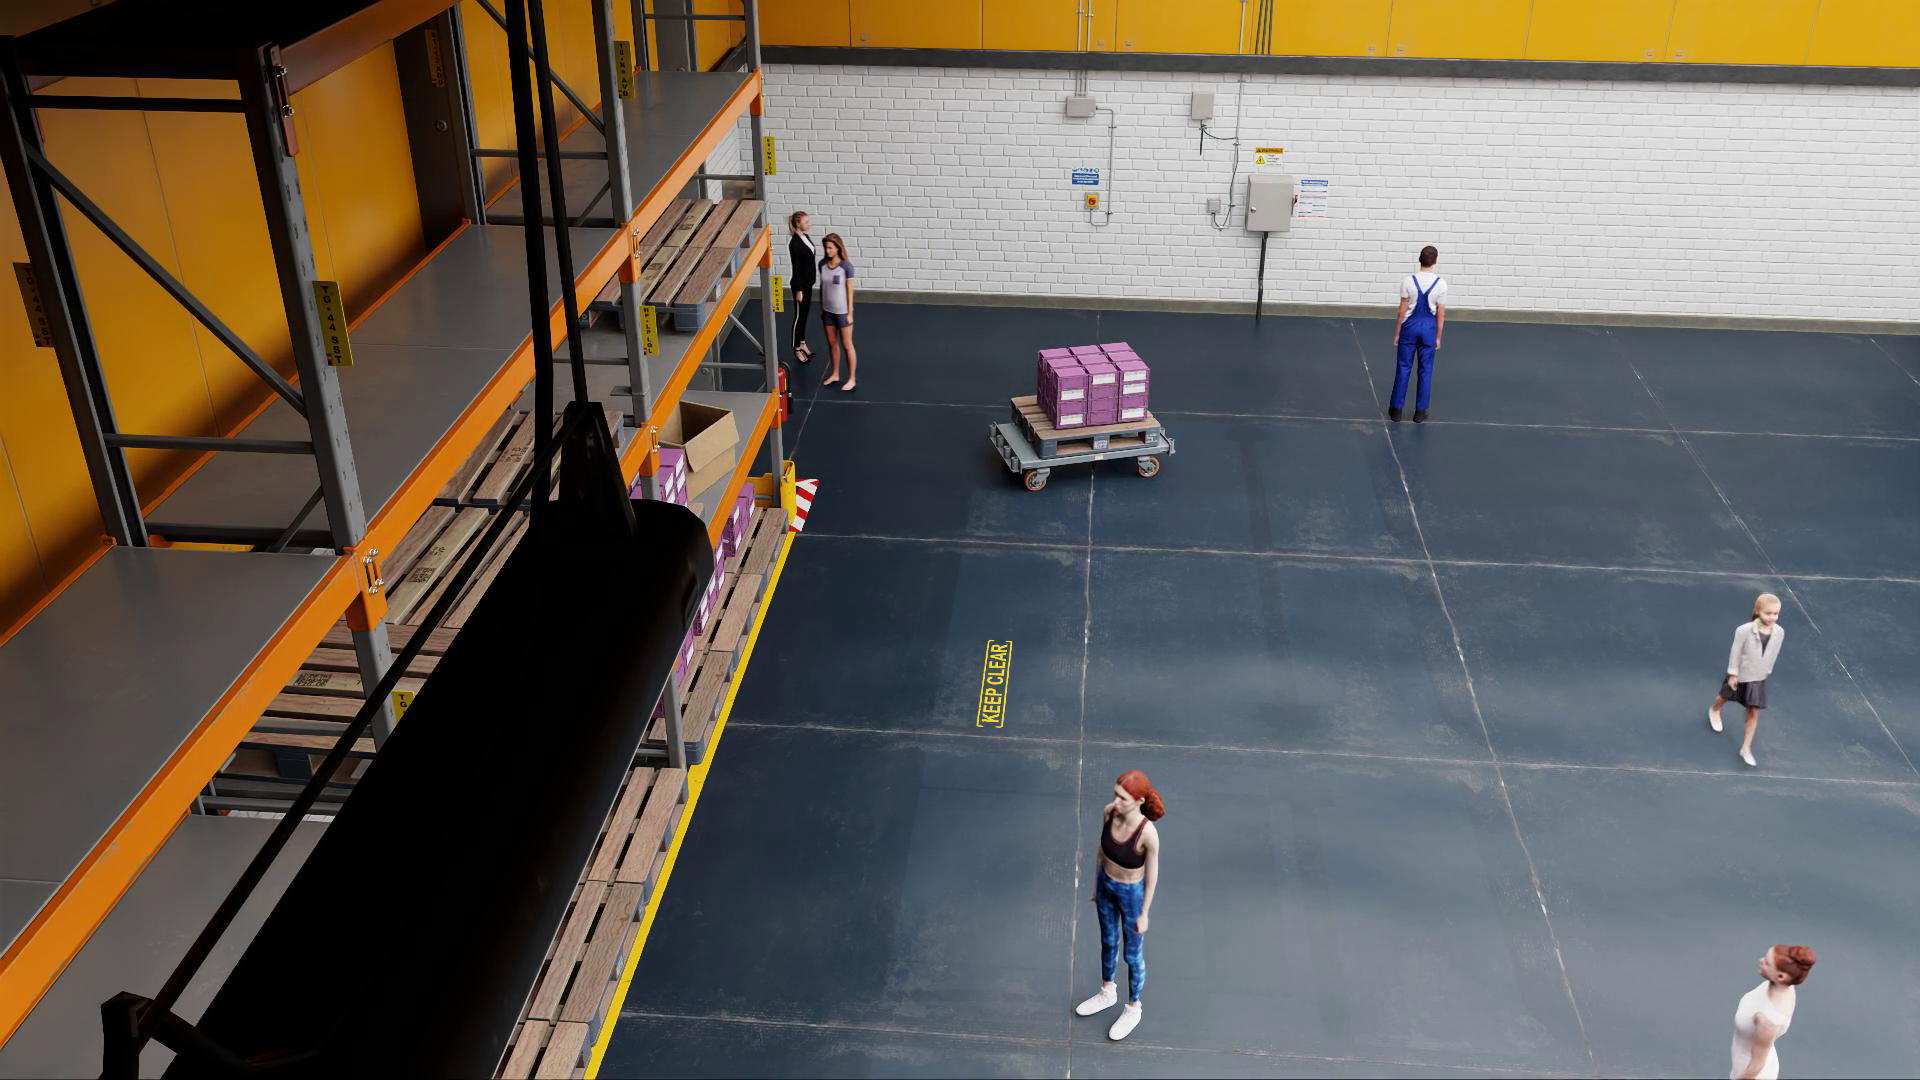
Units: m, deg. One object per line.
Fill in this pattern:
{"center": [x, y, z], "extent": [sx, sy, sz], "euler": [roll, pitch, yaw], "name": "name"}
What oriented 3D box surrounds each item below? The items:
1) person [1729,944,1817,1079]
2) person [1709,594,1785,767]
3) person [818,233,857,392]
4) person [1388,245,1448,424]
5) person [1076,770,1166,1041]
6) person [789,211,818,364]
{"center": [3.935, 2.677, 8.254], "extent": [0.700, 1.790, 0.574], "euler": [18, 33, 29], "name": "person"}
{"center": [5.669, 0.928, 12.025], "extent": [0.525, 1.249, 0.887], "euler": [4, 29, 7], "name": "person"}
{"center": [-1.296, -2.445, 17.709], "extent": [0.674, 1.727, 0.686], "euler": [17, 33, 28], "name": "person"}
{"center": [4.664, -2.105, 16.958], "extent": [0.663, 1.849, 0.611], "euler": [7, 29, 12], "name": "person"}
{"center": [0.922, 2.044, 9.420], "extent": [0.746, 1.785, 0.687], "euler": [-23, 36, -35], "name": "person"}
{"center": [-1.750, -2.808, 18.398], "extent": [0.703, 1.705, 0.498], "euler": [6, 29, 11], "name": "person"}
